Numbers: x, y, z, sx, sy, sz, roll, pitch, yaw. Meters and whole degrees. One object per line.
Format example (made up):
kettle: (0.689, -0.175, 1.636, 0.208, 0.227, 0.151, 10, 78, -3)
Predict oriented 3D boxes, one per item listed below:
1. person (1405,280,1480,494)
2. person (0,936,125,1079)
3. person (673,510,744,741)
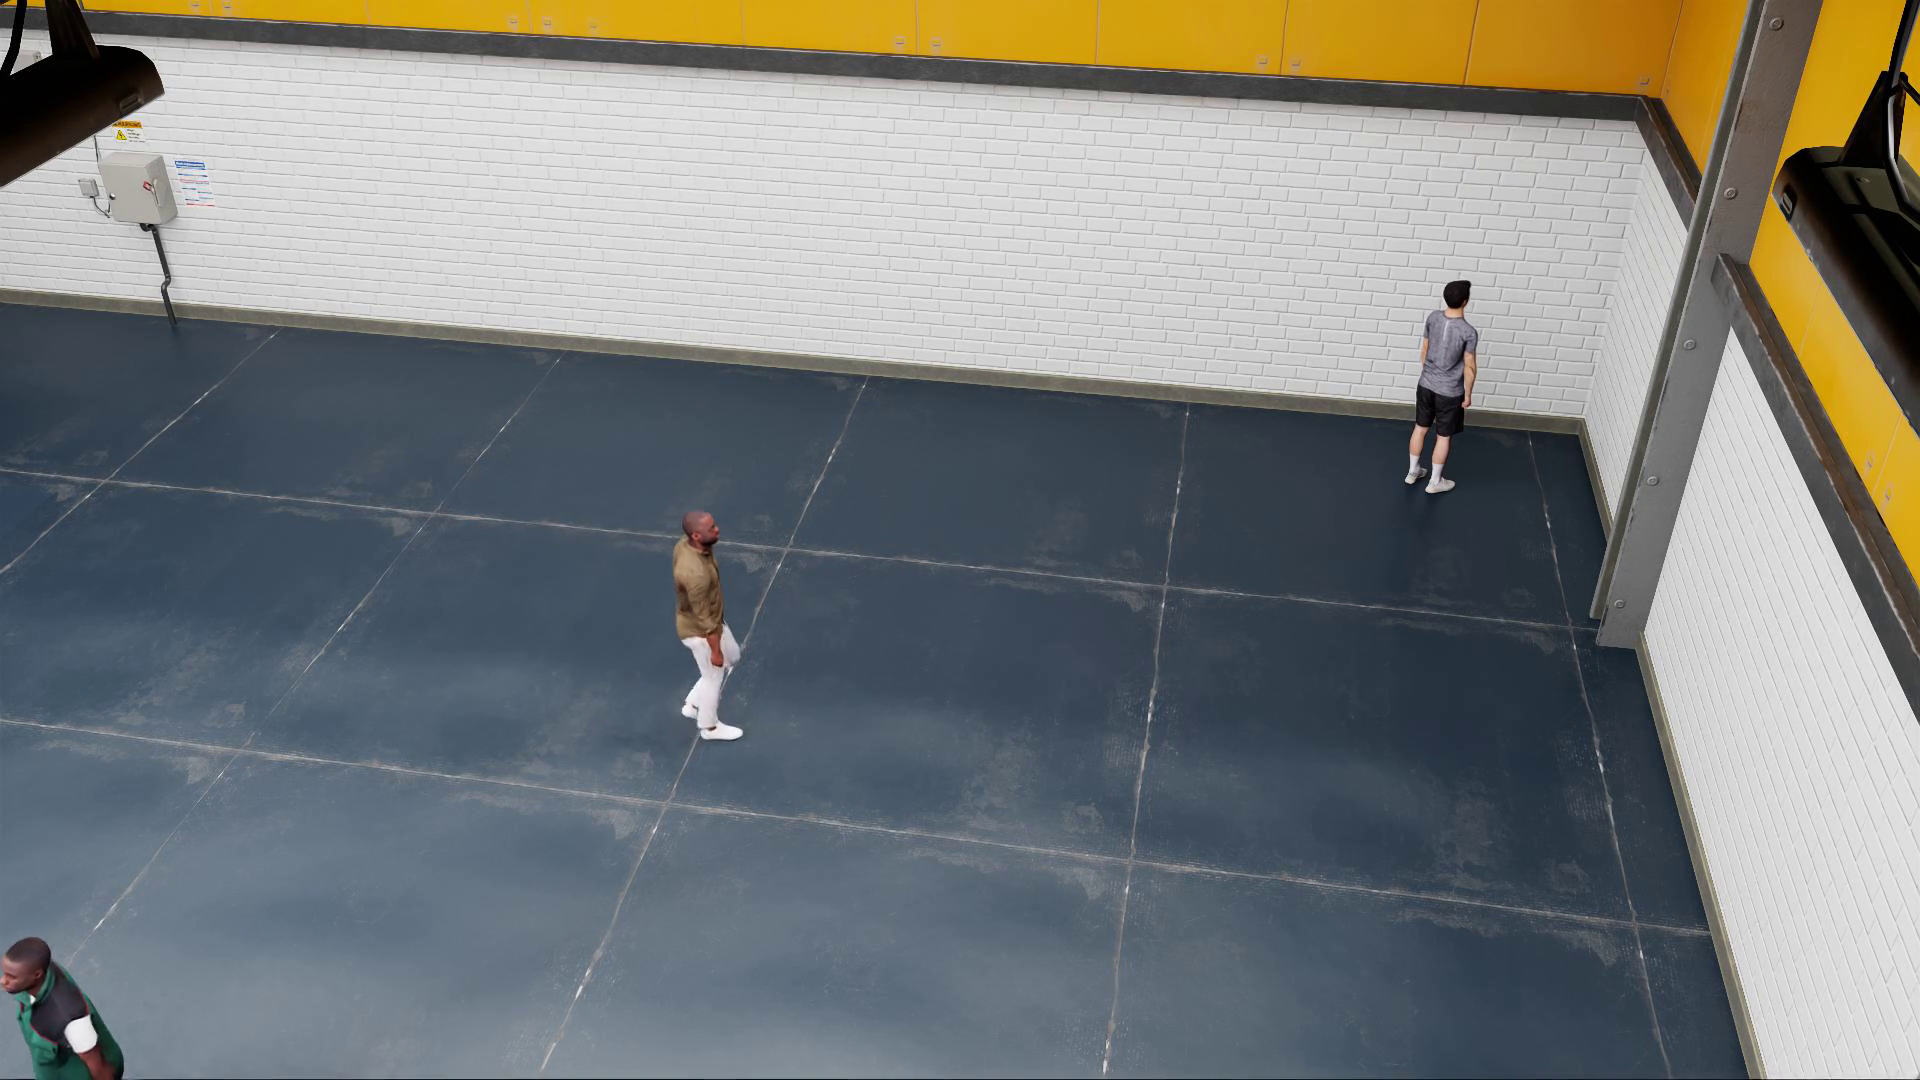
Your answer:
person: (3.911, -1.254, 13.516, 0.777, 1.871, 0.735, -24, 41, -32)
person: (-4.103, 2.502, 7.921, 1.245, 1.809, 1.115, -27, 42, -35)
person: (-1.734, 0.578, 10.819, 0.879, 1.806, 0.719, -4, 34, -6)
